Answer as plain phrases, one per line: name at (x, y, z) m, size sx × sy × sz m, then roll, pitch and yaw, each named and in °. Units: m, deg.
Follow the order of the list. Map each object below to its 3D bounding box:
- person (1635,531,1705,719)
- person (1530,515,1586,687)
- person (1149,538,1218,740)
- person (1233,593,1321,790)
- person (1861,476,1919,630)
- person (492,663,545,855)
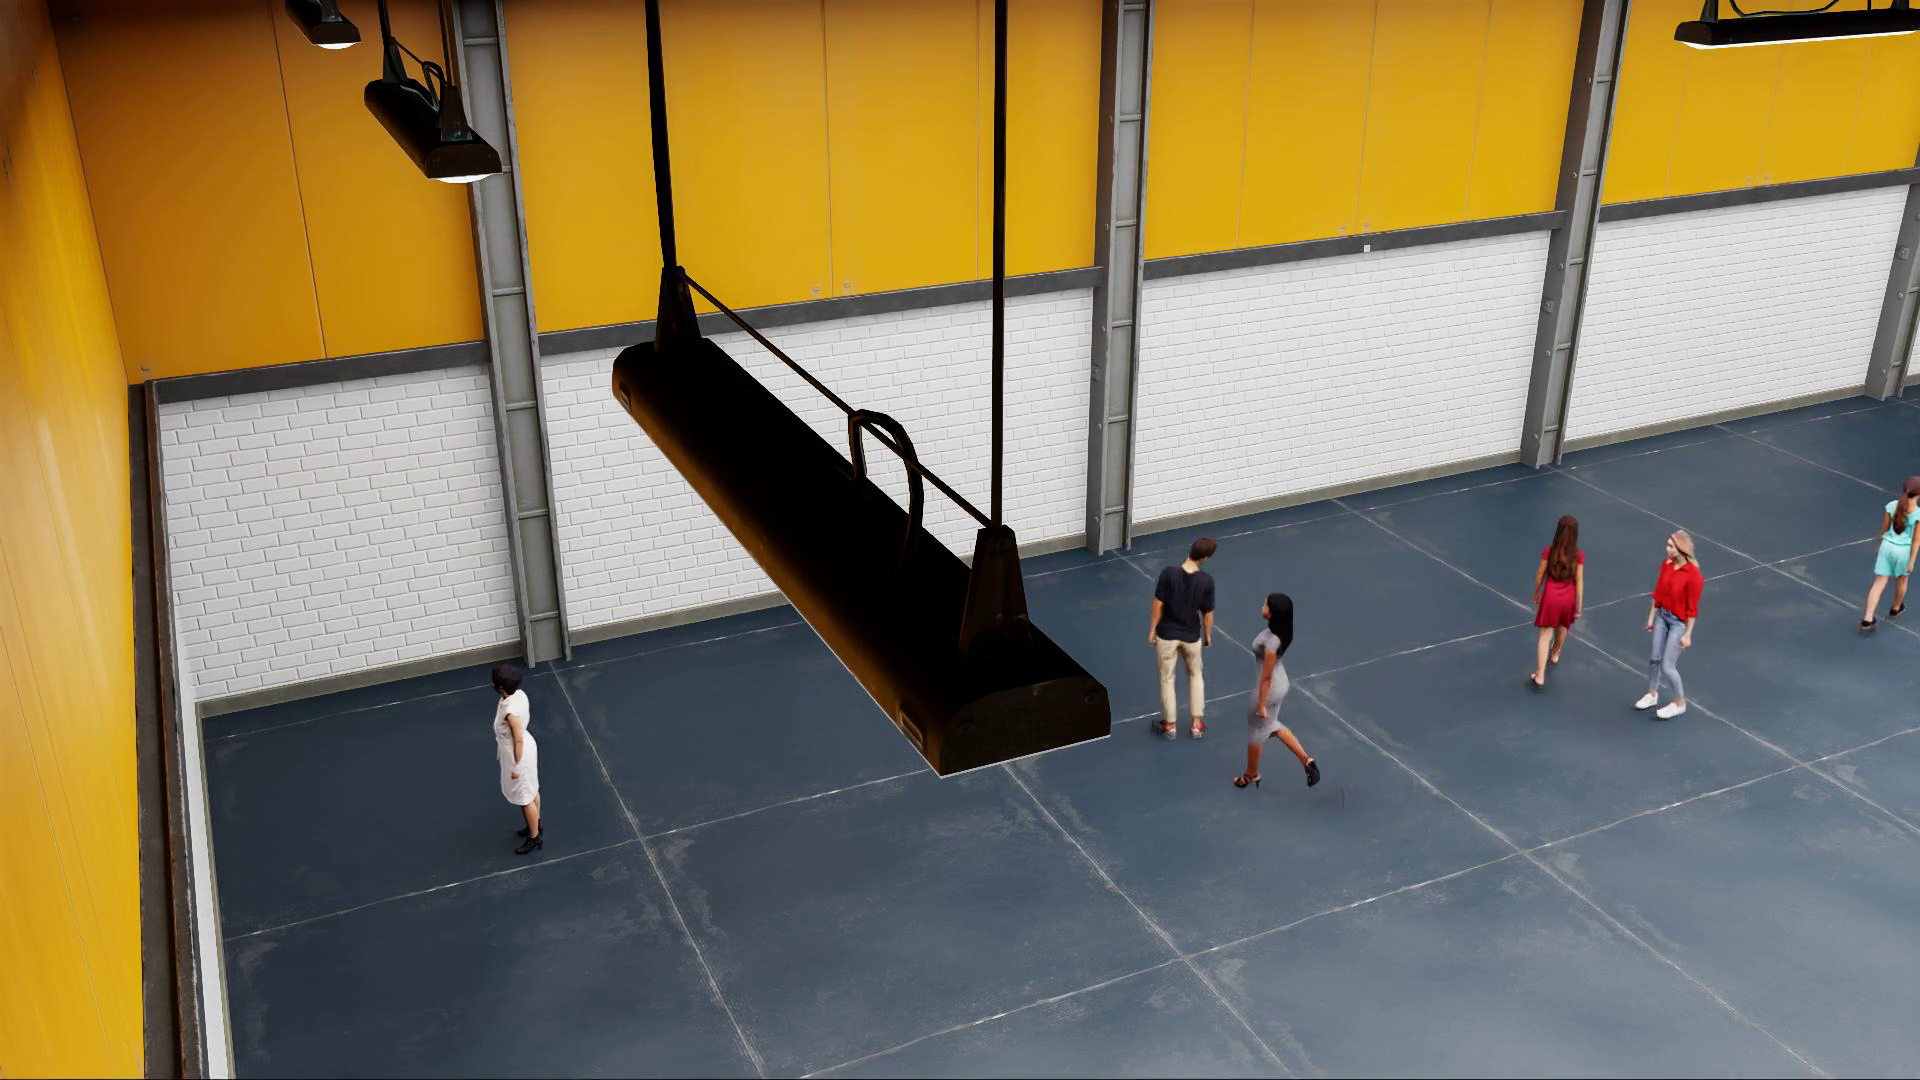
person at (6.112, 0.722, 14.235) m, size 0.555 × 1.688 × 0.648 m, roll -11°, pitch 26°, yaw -23°
person at (5.314, 0.572, 14.810) m, size 1.043 × 1.502 × 1.073 m, roll 7°, pitch 25°, yaw 16°
person at (1.812, 0.818, 13.853) m, size 0.678 × 1.818 × 0.841 m, roll -8°, pitch 25°, yaw -17°
person at (2.499, 1.230, 12.978) m, size 0.953 × 1.764 × 0.972 m, roll 14°, pitch 27°, yaw 28°
person at (8.833, 0.149, 15.757) m, size 1.104 × 1.519 × 0.760 m, roll -19°, pitch 30°, yaw -36°
person at (-3.282, 1.608, 12.379) m, size 0.605 × 1.552 × 0.616 m, roll -3°, pitch 24°, yaw -7°
